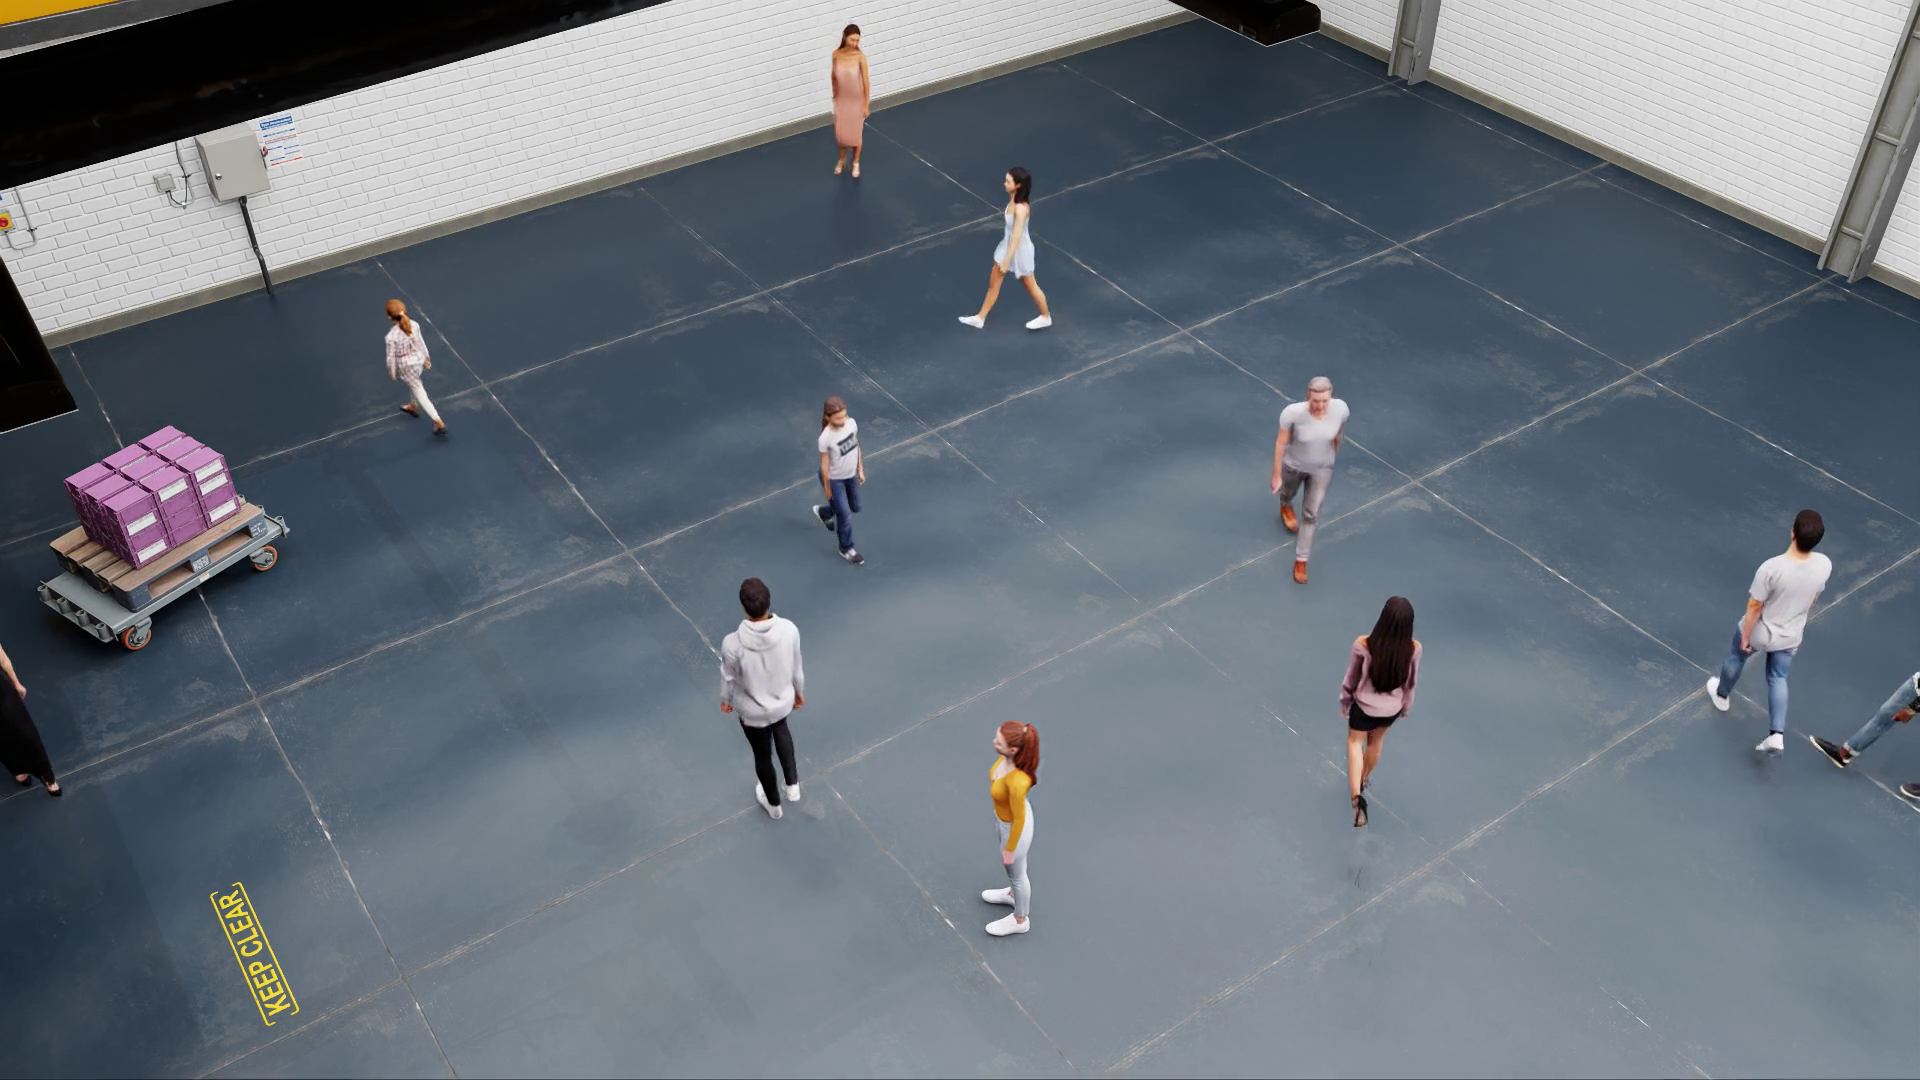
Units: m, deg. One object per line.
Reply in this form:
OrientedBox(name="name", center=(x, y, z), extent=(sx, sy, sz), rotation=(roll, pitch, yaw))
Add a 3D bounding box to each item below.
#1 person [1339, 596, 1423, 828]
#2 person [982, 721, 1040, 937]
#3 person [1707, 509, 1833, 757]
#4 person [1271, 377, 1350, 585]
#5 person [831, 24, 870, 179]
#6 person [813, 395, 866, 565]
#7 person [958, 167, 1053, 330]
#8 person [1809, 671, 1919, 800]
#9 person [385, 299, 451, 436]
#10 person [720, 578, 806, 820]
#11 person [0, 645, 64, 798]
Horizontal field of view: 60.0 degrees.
OrientedBox(name="person", center=(2.702, 1.150, 10.749), extent=(0.945, 1.799, 1.018), rotation=(5, 39, 6))
OrientedBox(name="person", center=(0.322, 1.728, 10.064), extent=(0.740, 1.749, 0.640), rotation=(-2, 39, -2))
OrientedBox(name="person", center=(5.581, 0.652, 11.325), extent=(1.105, 1.858, 1.238), rotation=(2, 39, 2))
OrientedBox(name="person", center=(2.708, -0.624, 13.016), extent=(1.200, 1.741, 1.363), rotation=(-1, 39, -2))
OrientedBox(name="person", center=(-1.204, -4.806, 18.208), extent=(0.754, 1.797, 0.816), rotation=(15, 41, 18))
OrientedBox(name="person", center=(-0.990, -0.519, 13.044), extent=(0.863, 1.542, 0.671), rotation=(28, 46, 30))
OrientedBox(name="person", center=(0.632, -2.689, 15.650), extent=(0.944, 1.680, 1.145), rotation=(-8, 39, -10))
OrientedBox(name="person", center=(6.503, 1.047, 10.891), extent=(1.266, 1.782, 1.074), rotation=(15, 41, 18))
OrientedBox(name="person", center=(-4.729, -1.480, 14.460), extent=(1.026, 1.277, 0.766), rotation=(23, 44, 26))
OrientedBox(name="person", center=(-1.214, 1.099, 10.722), extent=(0.700, 1.912, 0.636), rotation=(-20, 43, -23))
OrientedBox(name="person", center=(-6.487, 1.035, 11.064), extent=(0.672, 1.585, 0.800), rotation=(-32, 48, -34))
